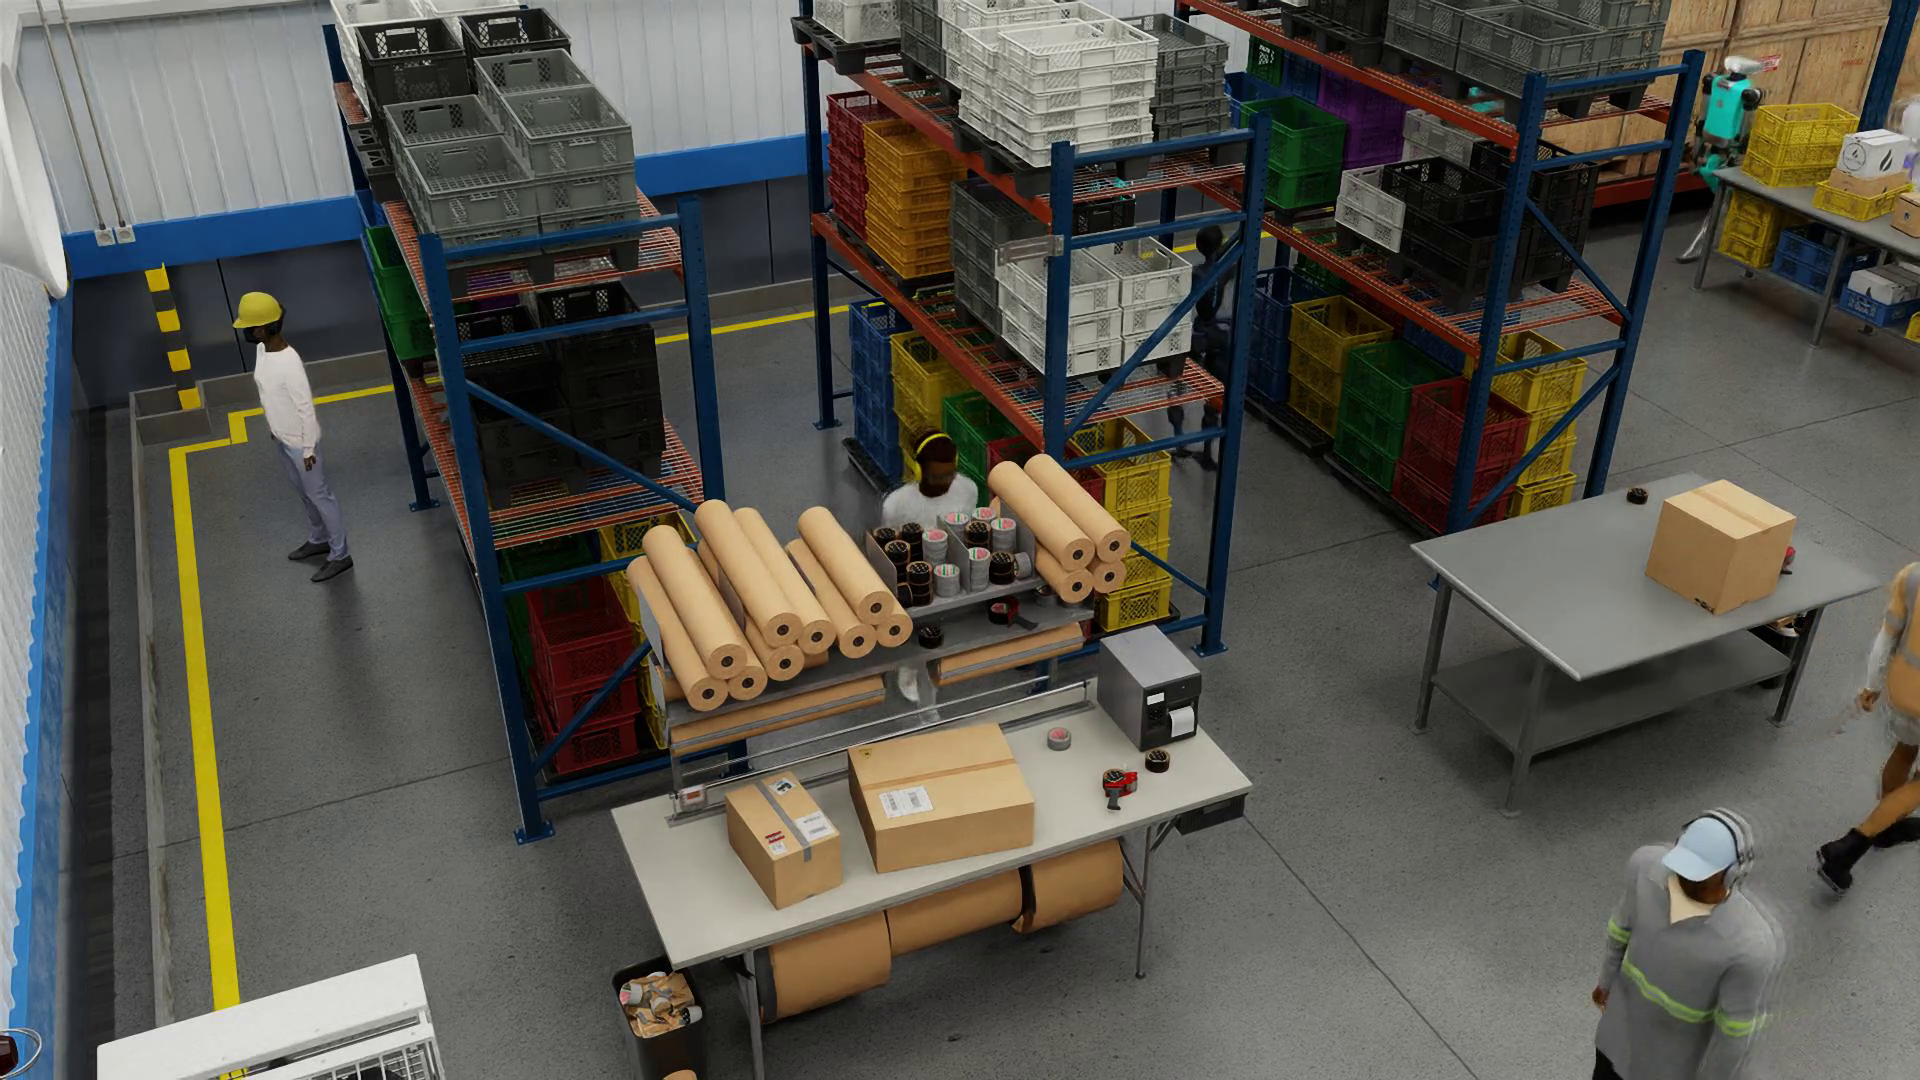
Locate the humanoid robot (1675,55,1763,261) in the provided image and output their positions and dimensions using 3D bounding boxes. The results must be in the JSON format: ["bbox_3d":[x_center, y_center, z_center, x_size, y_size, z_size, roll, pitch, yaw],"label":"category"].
[{"bbox_3d":[6.412,-3.110,13.647,0.929,1.805,0.561,-14,34,-22],"label":"humanoid robot"}]

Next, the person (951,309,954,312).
[{"bbox_3d":[0.115,-2.471,12.456,0.333,1.873,0.517,-4,32,-6],"label":"person"}]

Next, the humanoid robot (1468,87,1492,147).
[{"bbox_3d":[4.266,-2.855,13.247,0.559,1.812,0.897,-27,41,-36],"label":"humanoid robot"}]

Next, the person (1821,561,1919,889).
[{"bbox_3d":[4.216,0.690,7.287,0.795,1.915,0.561,-15,35,-23],"label":"person"}]

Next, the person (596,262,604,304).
[{"bbox_3d":[-2.497,-1.505,11.023,0.615,1.719,0.488,-15,35,-23],"label":"person"}]

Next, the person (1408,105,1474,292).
[{"bbox_3d":[3.527,-2.276,12.169,0.345,1.840,0.507,-28,41,-37],"label":"person"}]

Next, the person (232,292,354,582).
[{"bbox_3d":[-3.821,-0.589,9.498,0.316,1.767,0.533,-24,39,-34],"label":"person"}]

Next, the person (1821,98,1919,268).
[{"bbox_3d":[7.372,-2.796,12.881,0.606,1.994,1.064,-14,34,-21],"label":"person"}]

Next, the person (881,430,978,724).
[{"bbox_3d":[-0.170,0.220,8.125,0.530,1.834,0.788,-14,34,-22],"label":"person"}]

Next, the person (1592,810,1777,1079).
[{"bbox_3d":[2.503,1.640,5.809,0.640,1.838,0.588,-15,35,-23],"label":"person"}]

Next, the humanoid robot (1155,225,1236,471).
[{"bbox_3d":[1.561,-1.232,10.629,0.610,1.642,0.367,-8,33,-13],"label":"humanoid robot"}]

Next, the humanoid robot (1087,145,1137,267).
[{"bbox_3d":[1.210,-2.905,13.160,0.533,1.677,0.735,-6,32,-10],"label":"humanoid robot"}]
